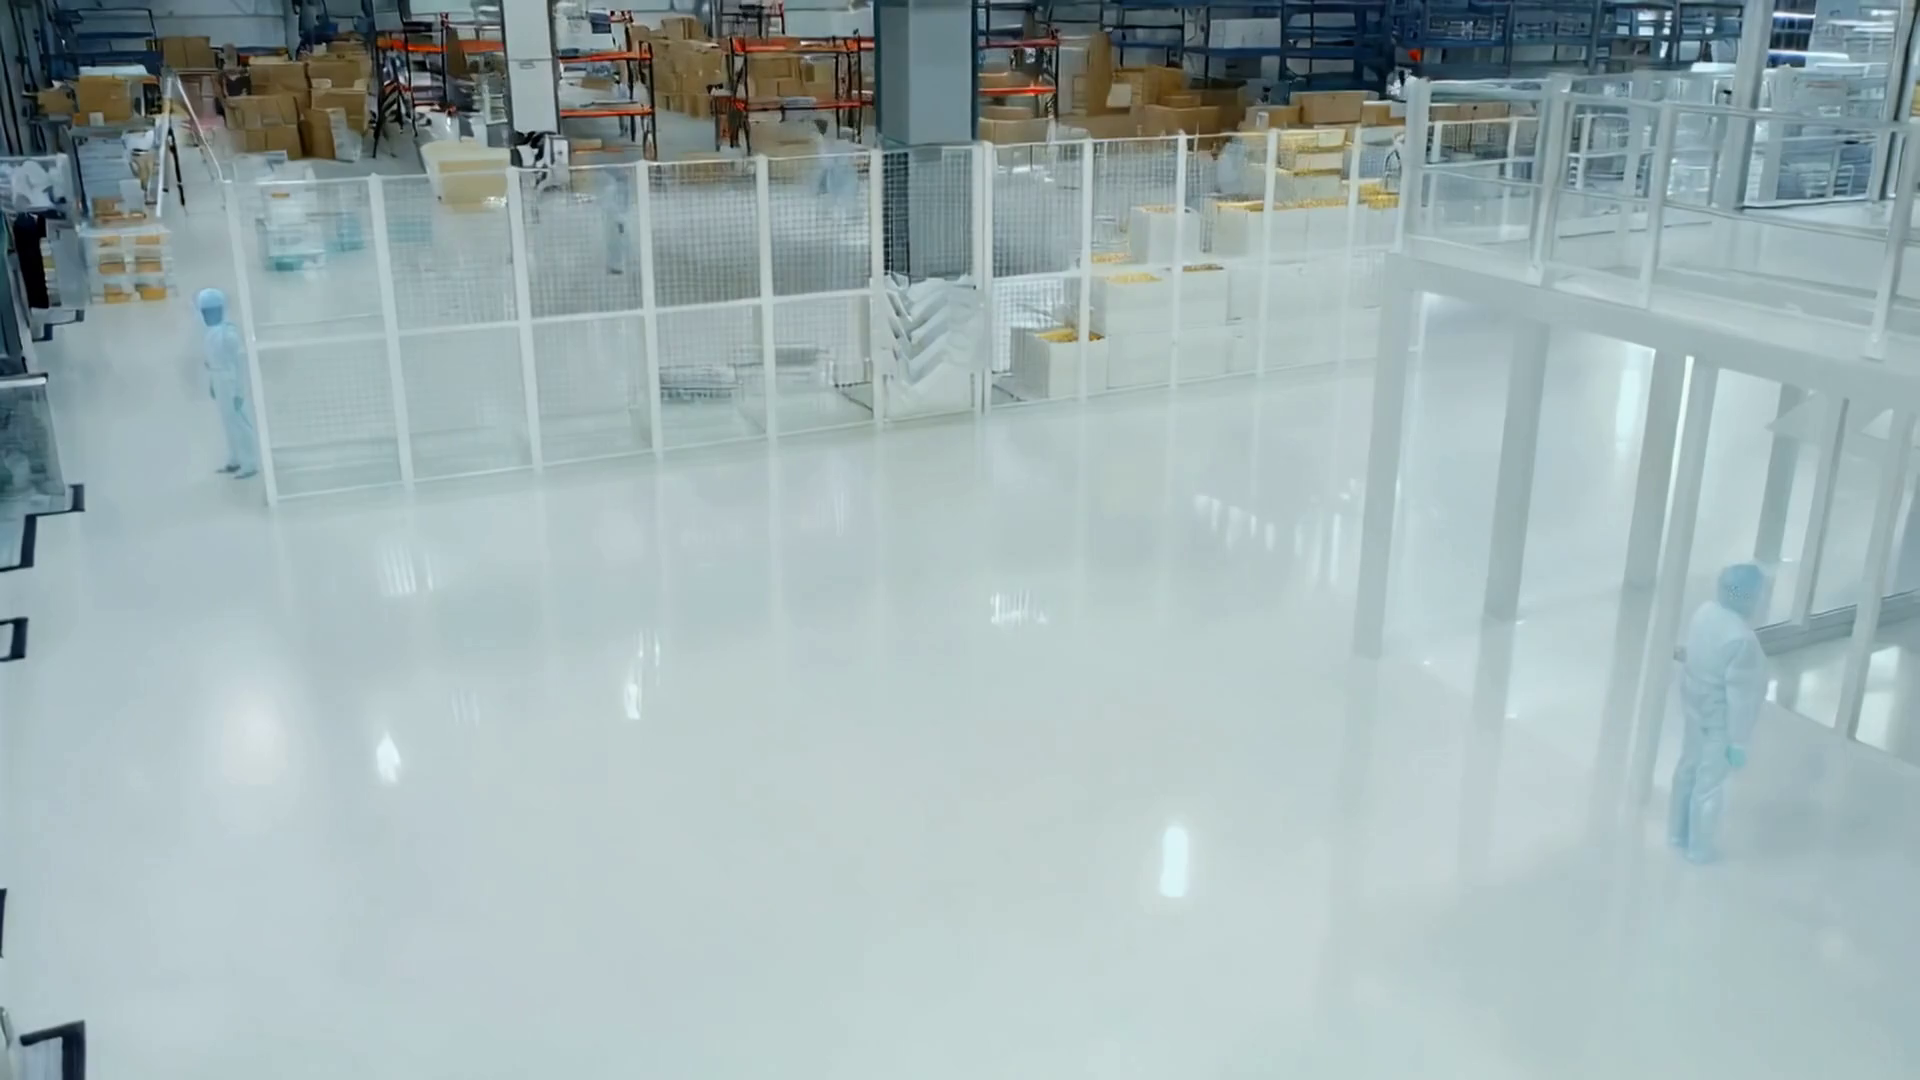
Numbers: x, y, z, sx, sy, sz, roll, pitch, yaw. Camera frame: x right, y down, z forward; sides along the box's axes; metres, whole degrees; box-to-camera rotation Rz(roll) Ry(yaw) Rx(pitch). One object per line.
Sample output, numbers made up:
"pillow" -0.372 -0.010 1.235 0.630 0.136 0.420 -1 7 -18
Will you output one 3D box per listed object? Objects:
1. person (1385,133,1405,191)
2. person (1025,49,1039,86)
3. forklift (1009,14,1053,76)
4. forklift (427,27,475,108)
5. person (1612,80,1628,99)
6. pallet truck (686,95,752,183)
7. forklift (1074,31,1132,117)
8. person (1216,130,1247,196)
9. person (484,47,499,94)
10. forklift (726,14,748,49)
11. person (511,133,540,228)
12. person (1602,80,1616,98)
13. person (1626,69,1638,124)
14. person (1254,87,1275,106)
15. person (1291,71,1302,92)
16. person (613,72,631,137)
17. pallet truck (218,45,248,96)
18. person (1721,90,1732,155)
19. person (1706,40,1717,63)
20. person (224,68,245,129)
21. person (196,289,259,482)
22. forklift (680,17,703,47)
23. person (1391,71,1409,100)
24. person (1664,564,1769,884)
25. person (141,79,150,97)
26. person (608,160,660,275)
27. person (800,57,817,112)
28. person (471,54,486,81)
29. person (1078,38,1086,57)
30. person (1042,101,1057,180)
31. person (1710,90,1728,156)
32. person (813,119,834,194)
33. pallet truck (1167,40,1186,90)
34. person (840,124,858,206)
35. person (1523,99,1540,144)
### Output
"person" 8.323 -6.744 31.643 0.545 1.938 0.356 -9 21 -25
"person" 3.073 -20.407 71.277 0.590 1.919 0.397 1 19 2
"forklift" 3.358 -23.287 78.174 1.873 2.768 1.129 6 20 17
"forklift" -18.424 -17.180 60.473 1.873 2.768 1.129 -9 21 -25
"person" 20.857 -13.889 52.731 0.540 1.683 0.358 5 20 15
"pallet truck" -5.836 -9.608 39.856 0.823 1.965 1.885 10 22 27
"forklift" 4.890 -15.991 57.024 1.873 2.768 1.129 -9 21 -25
"person" 5.270 -7.021 32.476 0.654 1.908 0.619 -9 21 -23
"person" -18.471 -18.476 65.651 0.553 1.935 0.364 -12 22 -31
"forklift" -10.469 -23.328 78.292 1.129 2.768 1.873 8 20 21
"person" -8.601 -7.096 32.832 0.431 1.835 0.626 12 23 32
"person" 18.833 -12.543 48.431 0.369 1.958 0.609 0 19 1
"person" 22.140 -14.569 54.602 0.348 1.757 0.526 7 20 19
"person" 8.142 -11.100 44.348 0.627 1.875 0.932 -4 20 -12
"person" 10.618 -13.862 52.466 0.997 1.815 0.550 16 25 39
"person" -10.201 -13.146 50.212 0.588 1.930 0.364 -15 24 -37
"pallet truck" -28.879 -18.665 66.111 0.823 1.965 1.885 -3 19 -9
"person" 19.357 -10.348 42.007 0.384 1.993 0.612 11 22 30
"person" 35.684 -23.035 78.922 0.826 1.917 0.636 -3 19 -10
"person" -22.956 -13.994 52.712 0.550 1.906 0.672 -5 20 -15
"person" -7.324 -1.549 16.596 0.588 1.930 0.364 15 24 38
"forklift" -11.654 -21.346 72.550 1.129 2.768 1.873 3 19 10
"person" 13.034 -12.863 49.224 0.709 2.000 0.839 0 19 -1
"person" 4.252 1.009 9.314 0.429 1.844 0.626 1 19 2
"person" -25.074 -13.434 51.502 0.514 1.634 0.313 9 21 25
"person" -5.502 -5.321 27.563 0.976 1.895 0.649 7 20 20
"person" -5.356 -16.130 58.920 0.632 1.902 0.985 -6 20 -17
"person" -17.860 -17.088 61.727 0.444 1.872 0.576 12 23 32
"person" 5.946 -23.343 80.210 0.523 1.638 0.310 9 21 25
"person" 2.159 -9.624 40.093 0.328 1.872 0.508 0 19 0
"person" 20.653 -11.300 45.136 0.520 1.748 0.405 -11 22 -30
"person" -3.077 -8.647 37.533 0.376 1.677 0.536 8 20 21
"pallet truck" 9.045 -19.971 69.895 0.823 1.965 1.885 -3 19 -8
"person" -2.405 -8.037 35.704 0.450 1.728 0.517 -7 20 -19
"person" 13.734 -9.566 39.840 0.576 1.924 0.415 -9 21 -24
